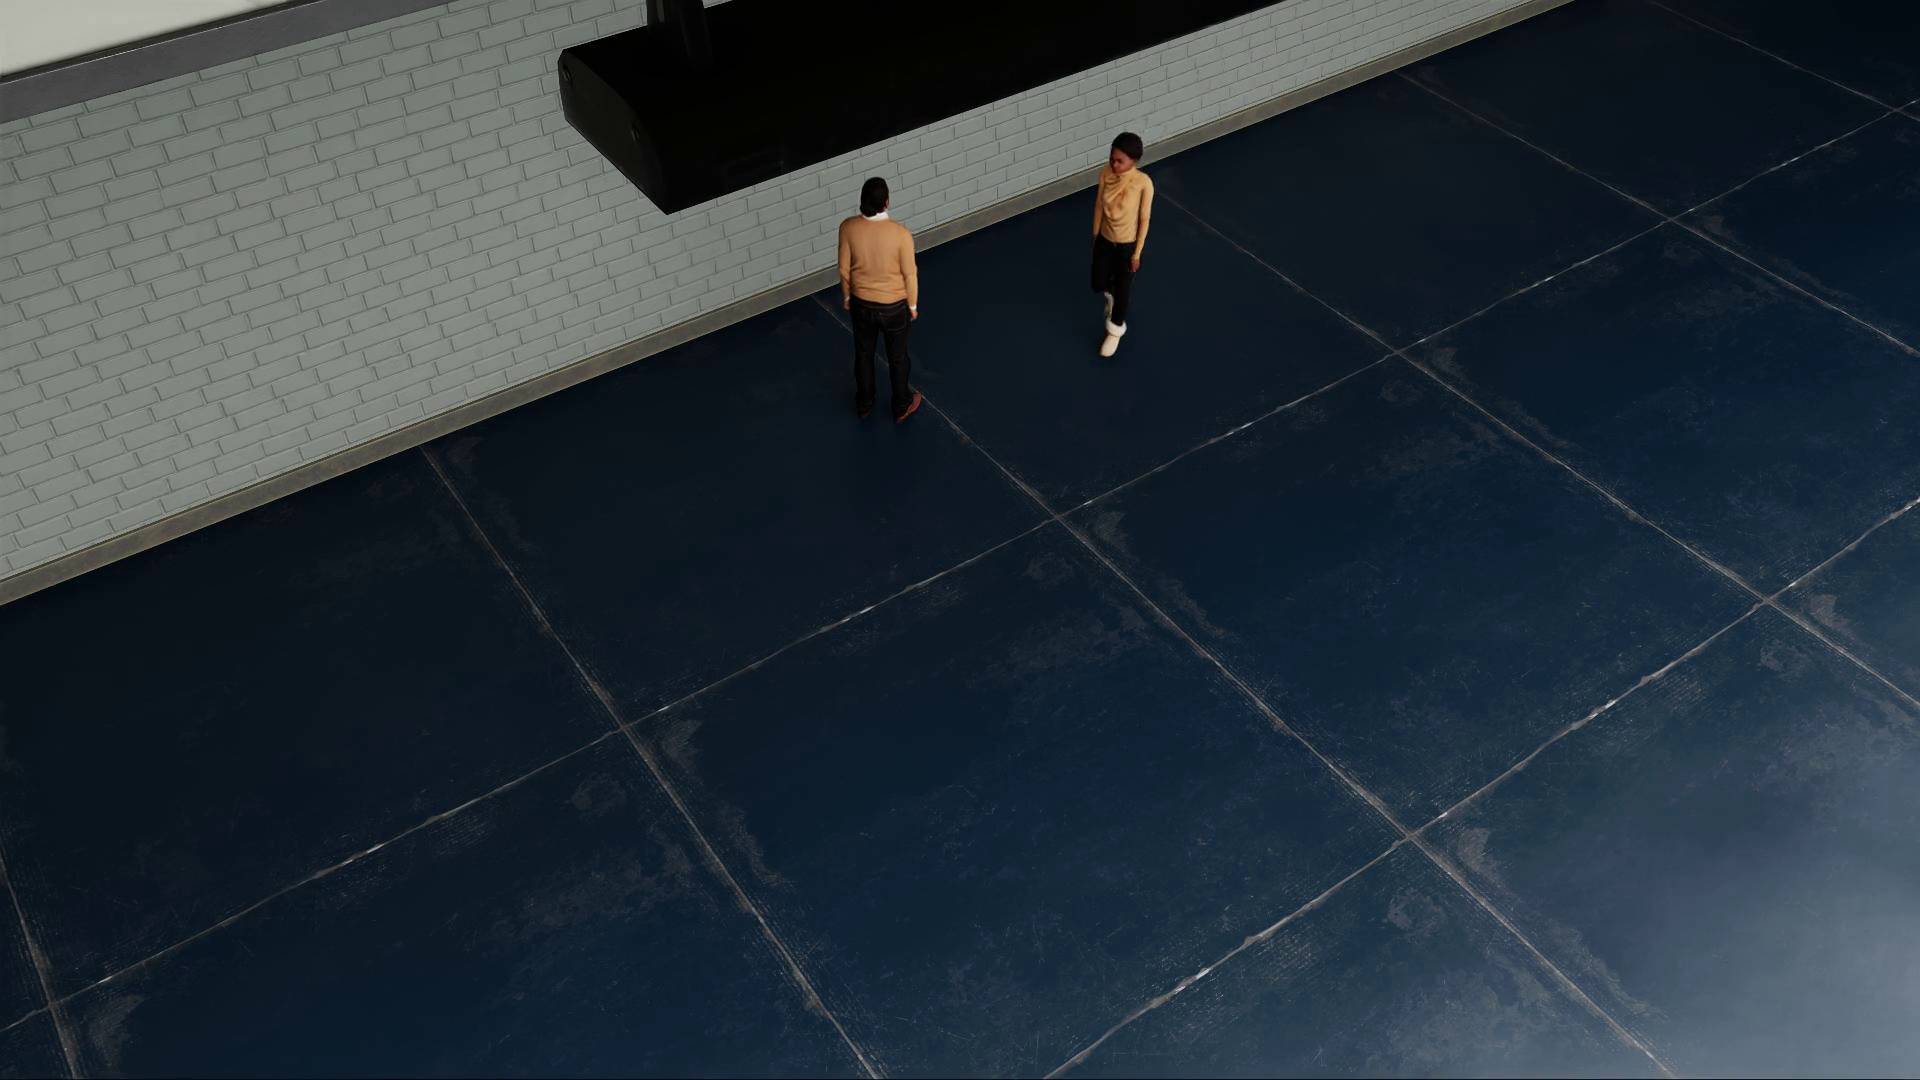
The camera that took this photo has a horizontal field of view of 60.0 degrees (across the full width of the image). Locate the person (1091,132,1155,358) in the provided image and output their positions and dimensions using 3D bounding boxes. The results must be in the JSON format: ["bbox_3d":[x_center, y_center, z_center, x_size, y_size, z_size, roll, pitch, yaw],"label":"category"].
[{"bbox_3d":[1.116,-2.037,11.215,0.809,1.646,0.810,24,48,24],"label":"person"}]

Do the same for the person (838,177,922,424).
[{"bbox_3d":[-0.516,-1.516,10.580,0.730,1.753,0.806,10,44,10],"label":"person"}]
